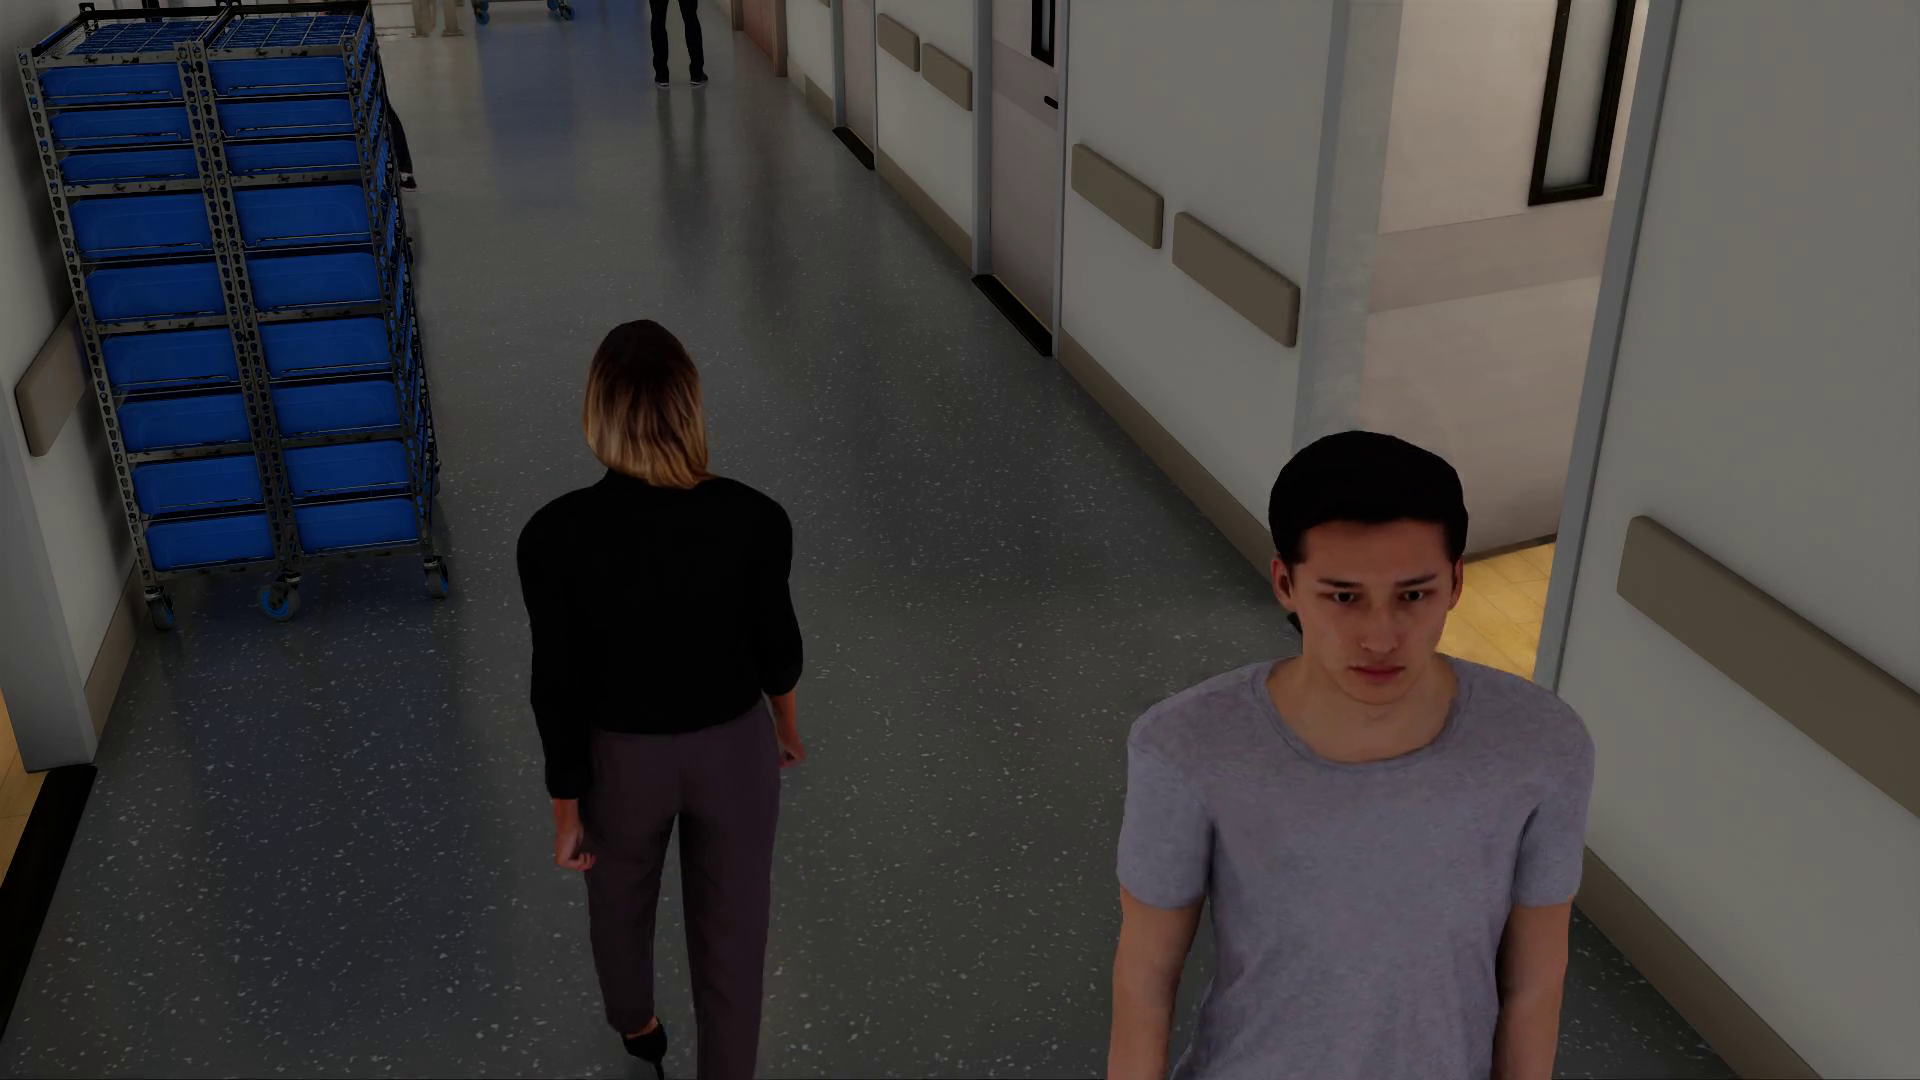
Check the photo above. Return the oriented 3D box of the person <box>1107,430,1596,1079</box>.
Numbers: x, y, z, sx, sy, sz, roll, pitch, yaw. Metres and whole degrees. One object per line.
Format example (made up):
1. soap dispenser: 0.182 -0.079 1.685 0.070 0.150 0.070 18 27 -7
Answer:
1. person: 0.455 0.694 2.101 0.827 1.850 0.917 1 26 2

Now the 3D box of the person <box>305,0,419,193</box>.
1. person: -3.465 -2.813 9.547 1.208 1.700 1.200 12 28 24

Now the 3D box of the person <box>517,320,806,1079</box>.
1. person: -0.465 0.476 2.778 0.629 1.655 0.794 -5 26 -10

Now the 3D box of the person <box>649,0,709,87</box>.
1. person: -2.227 -4.451 12.778 0.682 1.844 0.572 -4 26 -8
